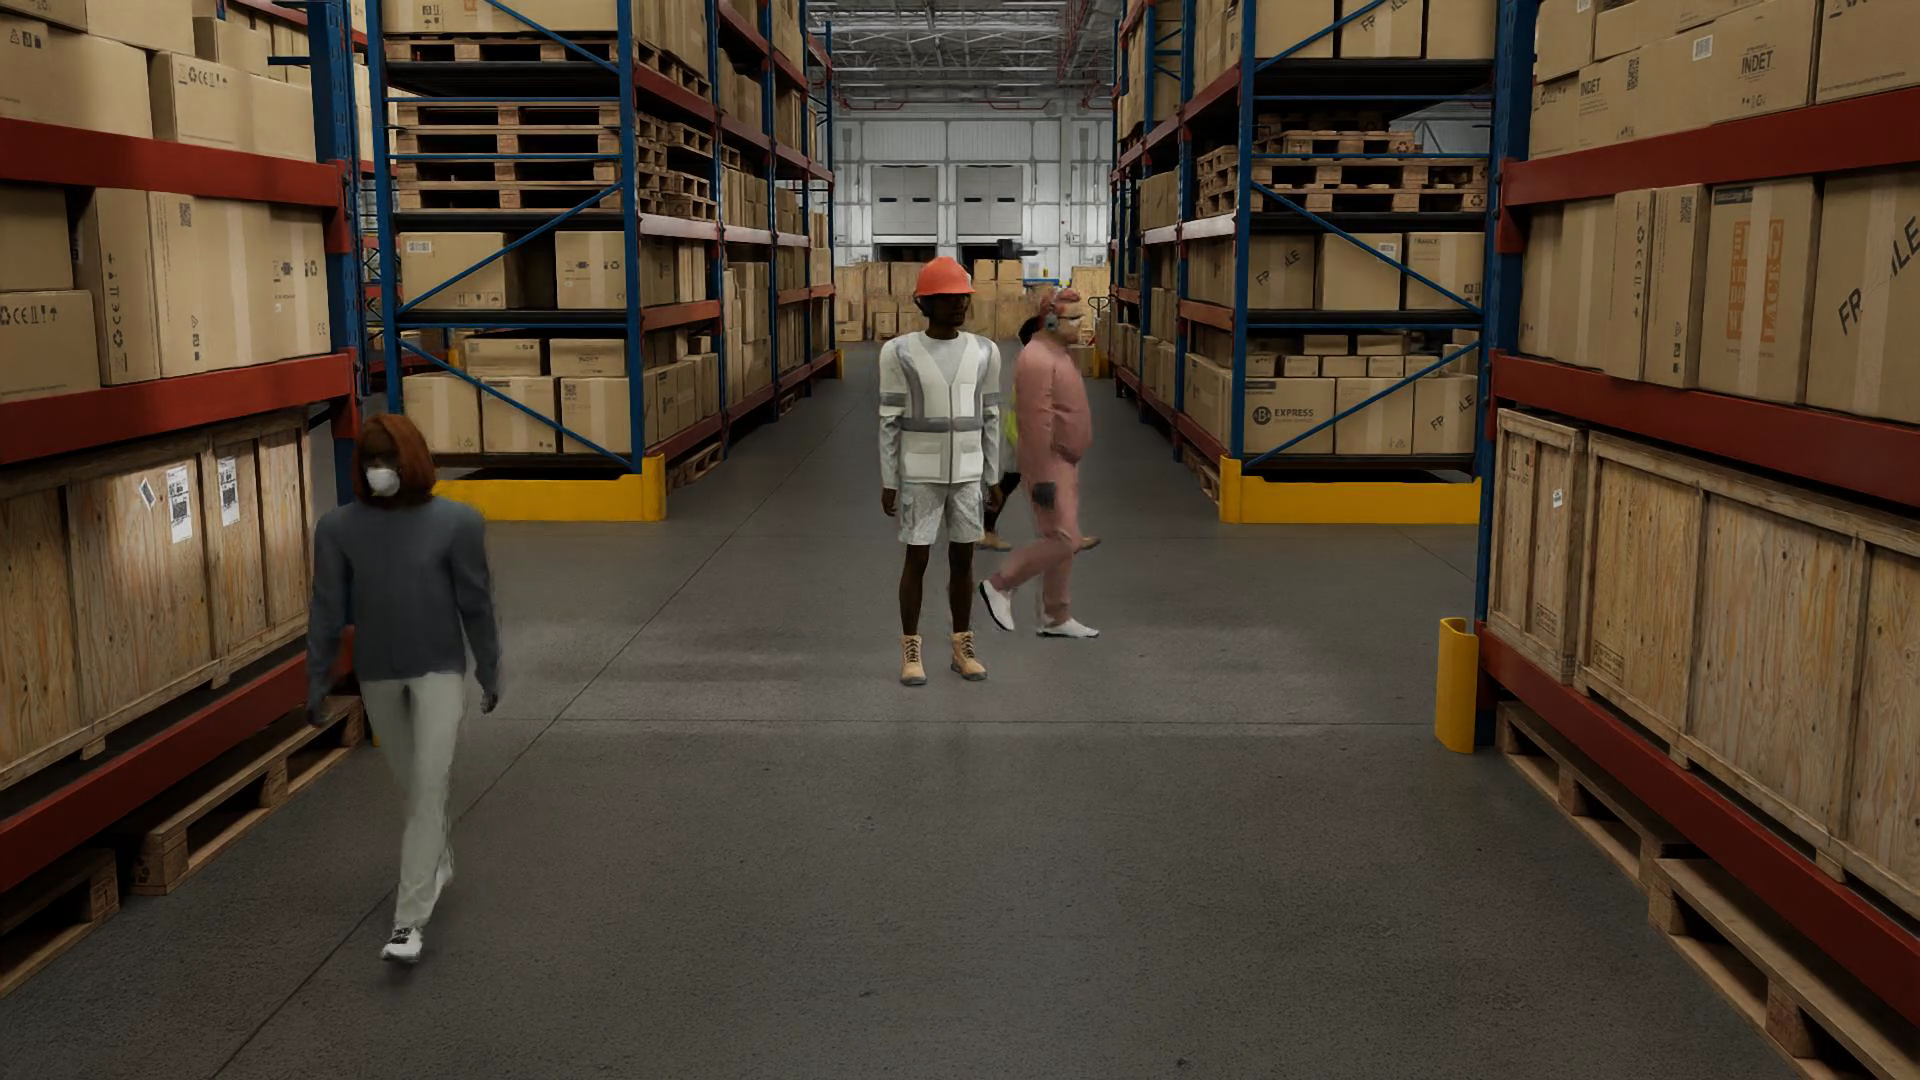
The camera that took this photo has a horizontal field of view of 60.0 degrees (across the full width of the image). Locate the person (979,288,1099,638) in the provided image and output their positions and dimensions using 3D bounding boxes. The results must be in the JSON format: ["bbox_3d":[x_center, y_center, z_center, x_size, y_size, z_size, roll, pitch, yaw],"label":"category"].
[{"bbox_3d":[0.435,-0.382,8.801,0.542,1.892,0.701,3,10,15],"label":"person"}]

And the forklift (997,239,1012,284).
[{"bbox_3d":[1.548,-8.926,57.029,1.873,2.768,1.129,-1,10,-8],"label":"forklift"}]

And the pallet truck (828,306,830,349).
[{"bbox_3d":[-3.100,-3.940,29.800,1.885,1.965,0.823,3,10,19],"label":"pallet truck"}]

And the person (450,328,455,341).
[{"bbox_3d":[-12.664,-5.634,41.073,0.551,1.607,0.724,-2,10,-14],"label":"person"}]

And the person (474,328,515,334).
[{"bbox_3d":[-7.826,-3.521,27.919,0.629,1.792,0.967,1,10,5],"label":"person"}]

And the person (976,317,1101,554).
[{"bbox_3d":[0.515,-0.718,11.528,0.878,1.646,0.560,0,9,-2],"label":"person"}]

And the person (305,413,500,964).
[{"bbox_3d":[-1.662,0.417,4.942,0.520,1.584,0.867,0,9,1],"label":"person"}]

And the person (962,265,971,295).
[{"bbox_3d":[0.192,-7.933,53.910,0.371,1.935,0.627,2,10,13],"label":"person"}]

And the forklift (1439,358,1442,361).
[{"bbox_3d":[9.969,-4.911,32.980,1.873,2.768,1.129,-4,10,-20],"label":"forklift"}]

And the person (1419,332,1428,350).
[{"bbox_3d":[10.896,-5.338,38.417,0.543,1.914,0.559,-6,11,-32],"label":"person"}]

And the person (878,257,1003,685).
[{"bbox_3d":[-0.081,-0.321,7.978,0.614,2.045,0.369,-3,10,-17],"label":"person"}]
